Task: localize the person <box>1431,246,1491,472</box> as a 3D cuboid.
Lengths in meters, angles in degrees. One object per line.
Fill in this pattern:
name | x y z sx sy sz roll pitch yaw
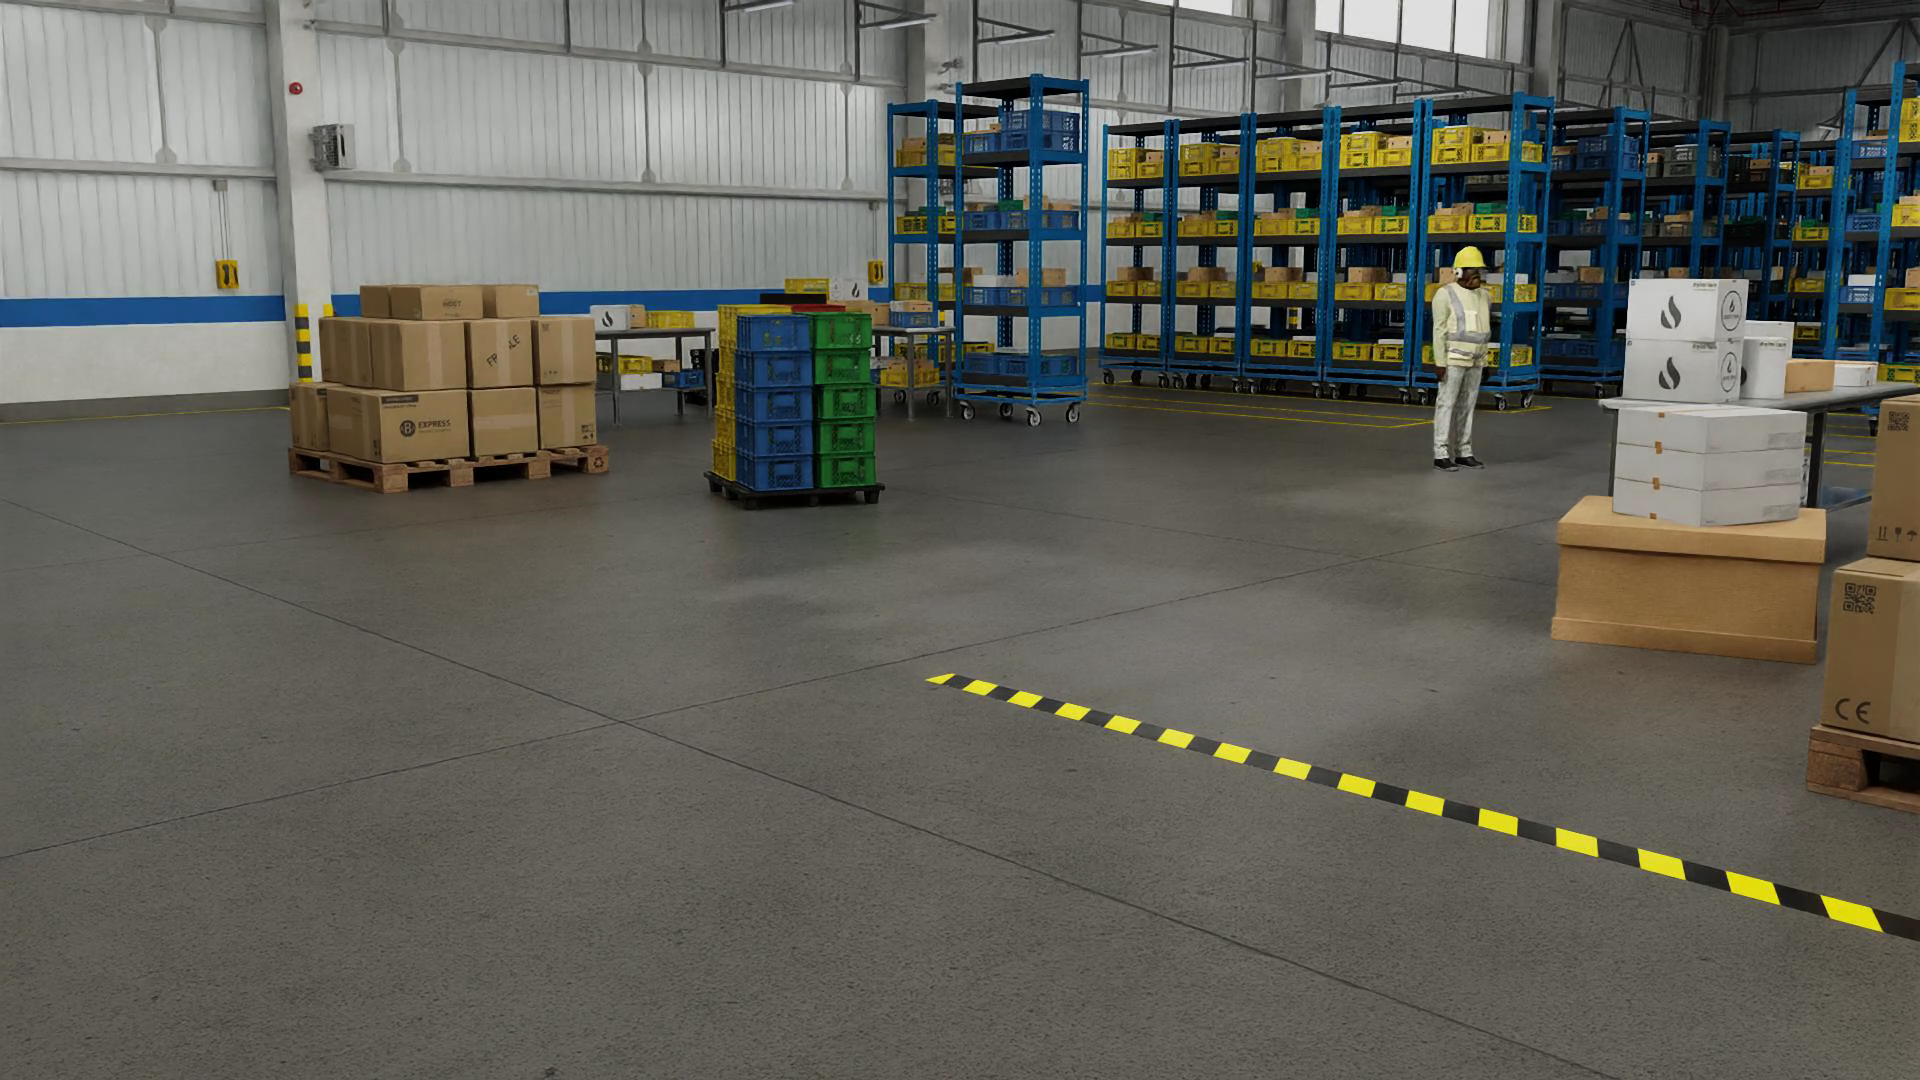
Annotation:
person | 4.134 -1.480 13.651 0.588 1.835 0.403 -5 11 -29
